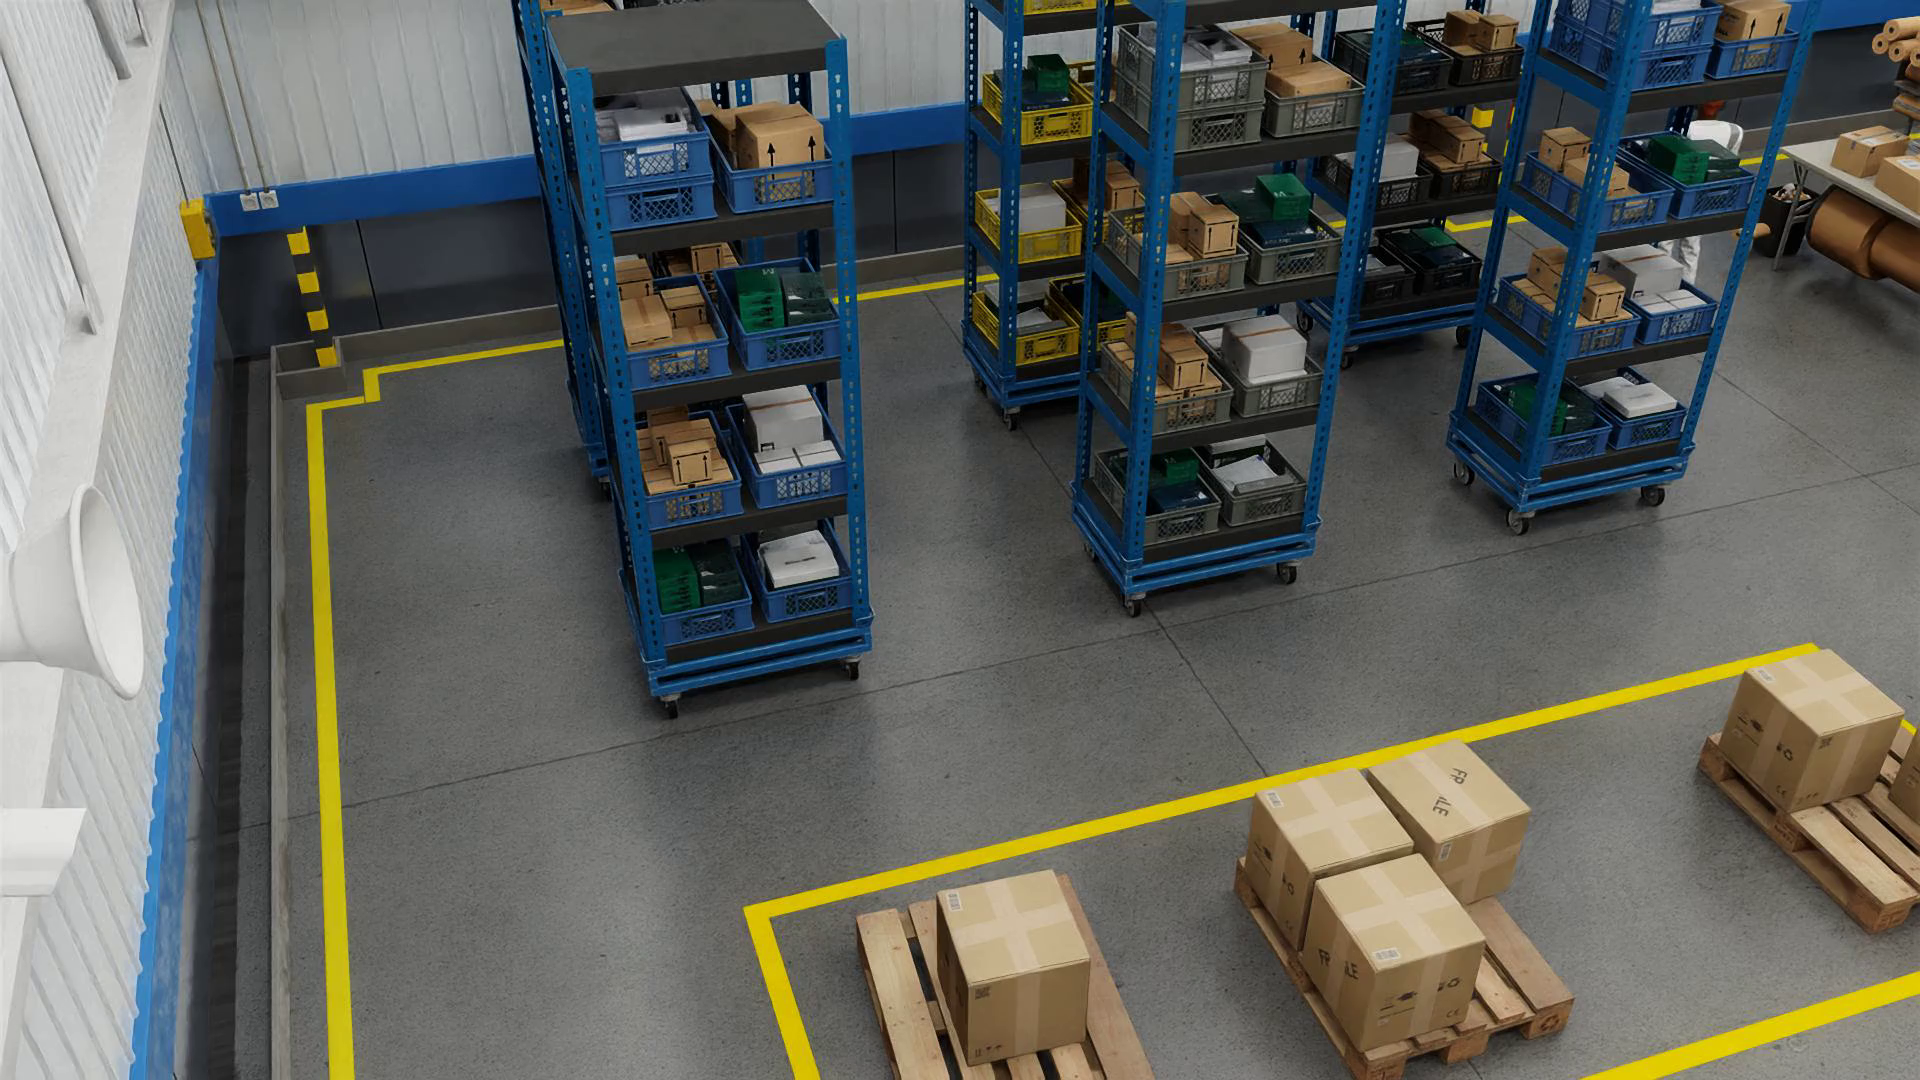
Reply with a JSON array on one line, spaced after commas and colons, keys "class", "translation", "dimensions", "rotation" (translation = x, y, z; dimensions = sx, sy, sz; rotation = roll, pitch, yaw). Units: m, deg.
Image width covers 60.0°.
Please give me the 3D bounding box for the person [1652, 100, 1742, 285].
[{"class": "person", "translation": [5.260, -2.424, 12.091], "dimensions": [0.583, 1.882, 0.337], "rotation": [-3, 35, -4]}]
